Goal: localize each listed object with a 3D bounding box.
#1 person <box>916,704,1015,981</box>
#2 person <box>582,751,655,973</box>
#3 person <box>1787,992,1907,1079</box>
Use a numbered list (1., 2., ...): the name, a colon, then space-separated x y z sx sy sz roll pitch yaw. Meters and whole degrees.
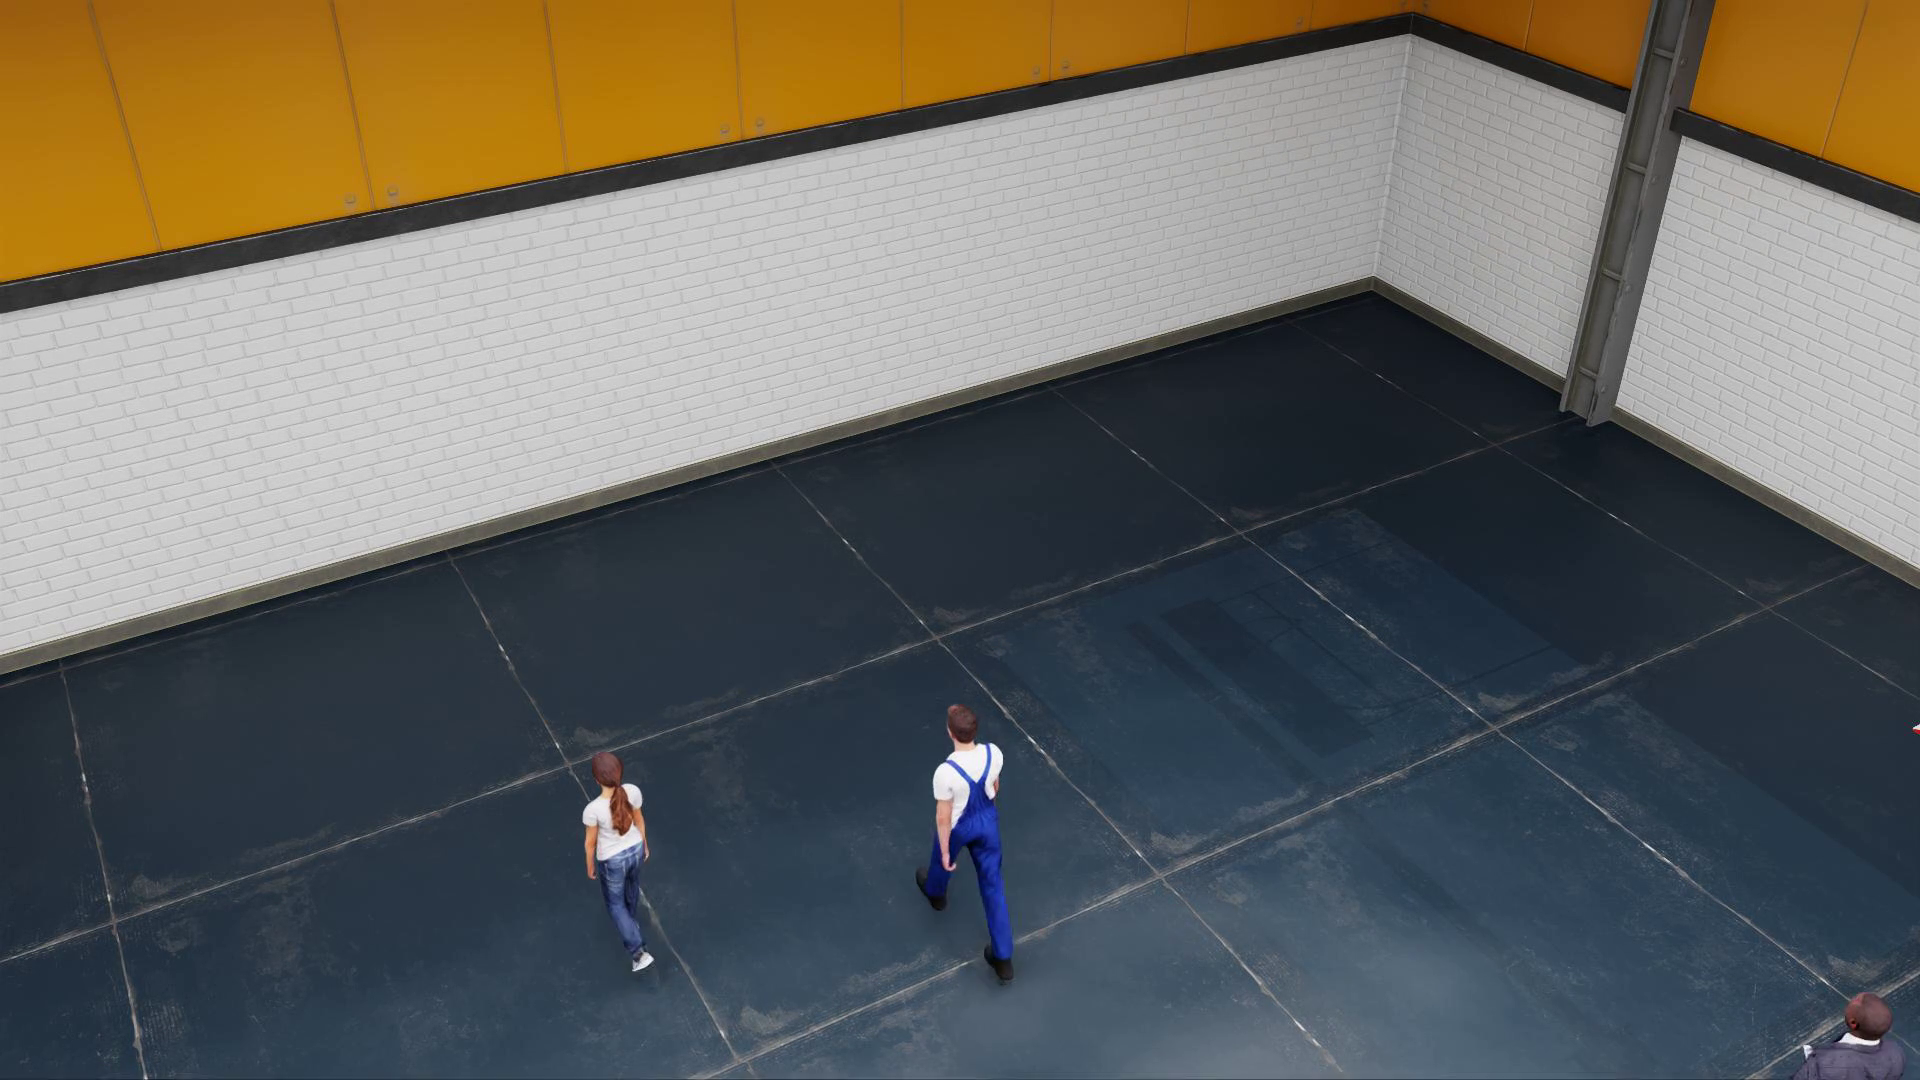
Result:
1. person: 0.109 1.803 9.886 0.715 1.802 1.305 -14 36 -21
2. person: -2.015 1.917 9.951 0.612 1.540 0.959 -22 40 -30
3. person: 4.237 2.961 8.143 0.851 1.804 1.246 -10 35 -15
